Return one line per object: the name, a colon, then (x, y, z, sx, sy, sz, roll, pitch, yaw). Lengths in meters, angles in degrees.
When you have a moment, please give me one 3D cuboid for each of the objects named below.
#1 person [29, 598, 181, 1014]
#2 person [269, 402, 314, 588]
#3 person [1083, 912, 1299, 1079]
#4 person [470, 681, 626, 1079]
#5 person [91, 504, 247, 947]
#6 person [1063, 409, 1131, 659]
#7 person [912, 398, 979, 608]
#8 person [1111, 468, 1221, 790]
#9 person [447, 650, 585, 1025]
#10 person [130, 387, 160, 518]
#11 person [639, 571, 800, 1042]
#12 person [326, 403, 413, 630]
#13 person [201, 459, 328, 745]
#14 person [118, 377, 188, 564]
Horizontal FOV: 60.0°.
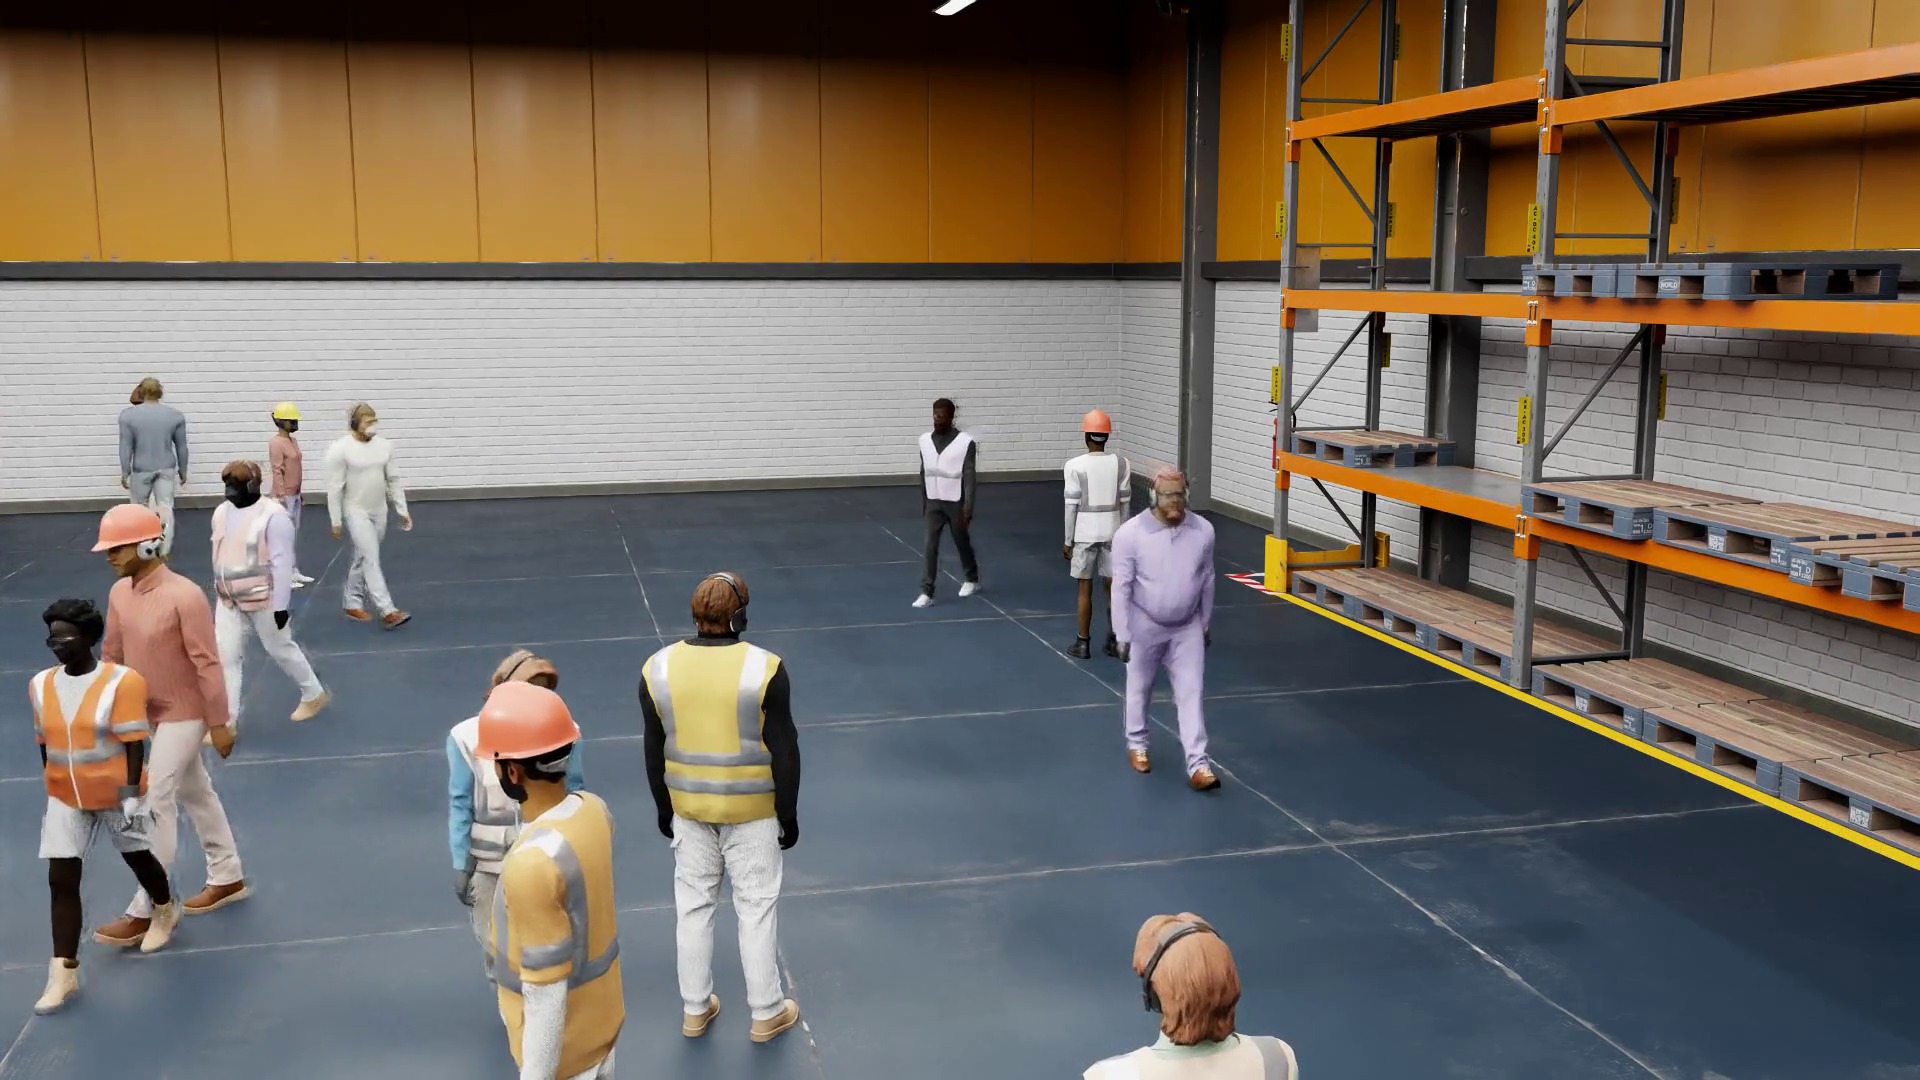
person: (-3.621, 1.044, 7.010, 0.533, 1.663, 0.854, 0, 9, 1)
person: (-6.392, -0.430, 15.869, 0.316, 1.767, 0.529, -1, 9, -3)
person: (0.485, 1.599, 3.579, 0.514, 1.644, 0.307, -3, 10, -18)
person: (-1.090, 1.320, 4.422, 0.376, 1.933, 0.545, 1, 9, 3)
person: (-3.677, 0.814, 7.505, 0.614, 1.948, 0.933, 7, 11, 35)
person: (1.048, -0.041, 12.901, 0.545, 1.938, 0.362, -3, 9, -17)
person: (-0.098, -0.362, 15.117, 0.606, 1.877, 0.984, 5, 10, 28)
person: (1.202, 0.516, 9.673, 0.668, 1.853, 0.977, -2, 9, -11)
person: (-1.664, 1.183, 6.283, 0.505, 1.606, 0.694, -3, 9, -15)
person: (-9.923, -1.058, 20.225, 0.494, 1.624, 0.286, 2, 9, 9)
person: (-0.908, 1.036, 6.476, 0.621, 1.845, 0.429, 2, 9, 13)
person: (-4.931, -0.199, 14.009, 0.990, 1.888, 0.650, 5, 11, 30)
person: (-4.541, 0.362, 10.804, 0.634, 1.808, 0.931, 4, 10, 23)
person: (-8.340, -0.723, 17.196, 0.664, 1.919, 0.639, -7, 11, -35)
